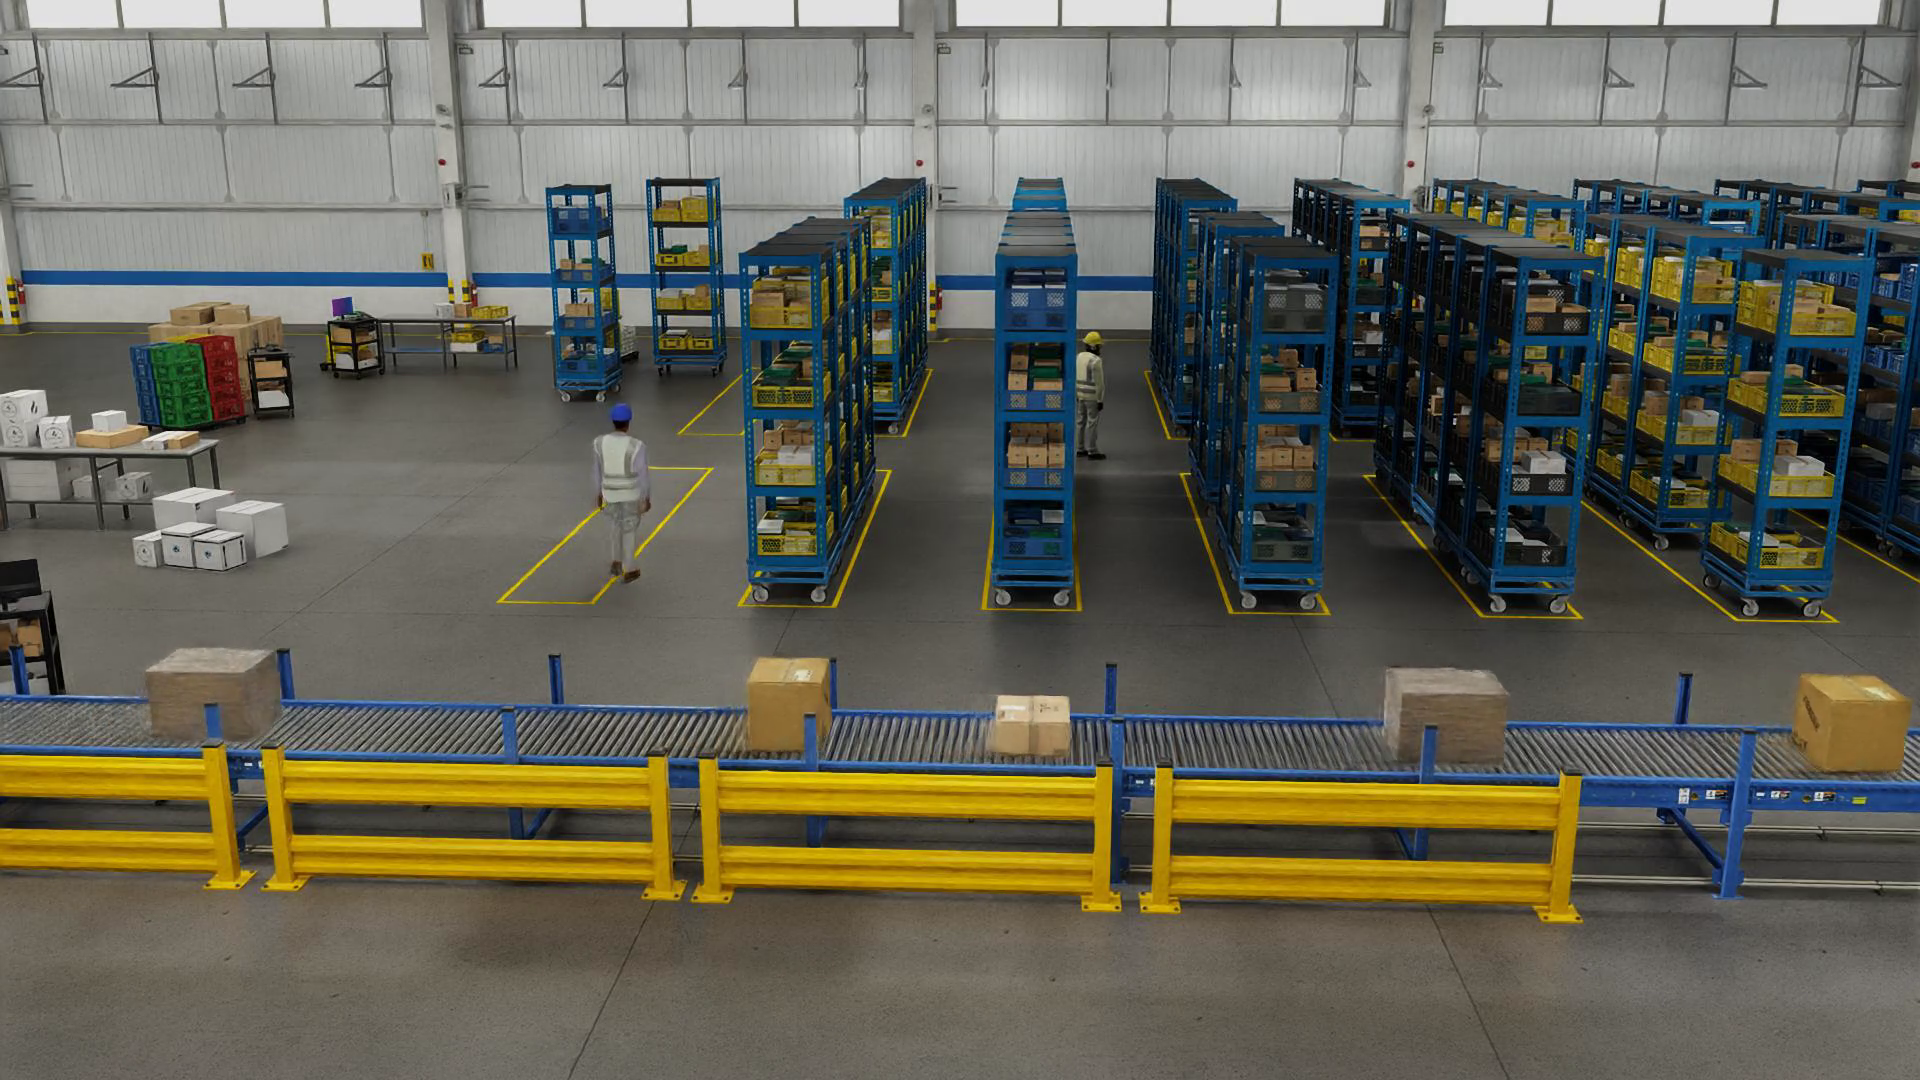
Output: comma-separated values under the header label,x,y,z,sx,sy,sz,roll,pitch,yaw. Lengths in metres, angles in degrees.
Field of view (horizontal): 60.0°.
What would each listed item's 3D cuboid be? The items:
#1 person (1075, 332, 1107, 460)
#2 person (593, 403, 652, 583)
label,x,y,z,sx,sy,sz,roll,pitch,yaw
person,1.859,-2.054,23.705,0.404,1.824,0.591,-10,18,-32
person,-3.572,-0.500,17.720,0.641,1.935,0.460,5,16,17
